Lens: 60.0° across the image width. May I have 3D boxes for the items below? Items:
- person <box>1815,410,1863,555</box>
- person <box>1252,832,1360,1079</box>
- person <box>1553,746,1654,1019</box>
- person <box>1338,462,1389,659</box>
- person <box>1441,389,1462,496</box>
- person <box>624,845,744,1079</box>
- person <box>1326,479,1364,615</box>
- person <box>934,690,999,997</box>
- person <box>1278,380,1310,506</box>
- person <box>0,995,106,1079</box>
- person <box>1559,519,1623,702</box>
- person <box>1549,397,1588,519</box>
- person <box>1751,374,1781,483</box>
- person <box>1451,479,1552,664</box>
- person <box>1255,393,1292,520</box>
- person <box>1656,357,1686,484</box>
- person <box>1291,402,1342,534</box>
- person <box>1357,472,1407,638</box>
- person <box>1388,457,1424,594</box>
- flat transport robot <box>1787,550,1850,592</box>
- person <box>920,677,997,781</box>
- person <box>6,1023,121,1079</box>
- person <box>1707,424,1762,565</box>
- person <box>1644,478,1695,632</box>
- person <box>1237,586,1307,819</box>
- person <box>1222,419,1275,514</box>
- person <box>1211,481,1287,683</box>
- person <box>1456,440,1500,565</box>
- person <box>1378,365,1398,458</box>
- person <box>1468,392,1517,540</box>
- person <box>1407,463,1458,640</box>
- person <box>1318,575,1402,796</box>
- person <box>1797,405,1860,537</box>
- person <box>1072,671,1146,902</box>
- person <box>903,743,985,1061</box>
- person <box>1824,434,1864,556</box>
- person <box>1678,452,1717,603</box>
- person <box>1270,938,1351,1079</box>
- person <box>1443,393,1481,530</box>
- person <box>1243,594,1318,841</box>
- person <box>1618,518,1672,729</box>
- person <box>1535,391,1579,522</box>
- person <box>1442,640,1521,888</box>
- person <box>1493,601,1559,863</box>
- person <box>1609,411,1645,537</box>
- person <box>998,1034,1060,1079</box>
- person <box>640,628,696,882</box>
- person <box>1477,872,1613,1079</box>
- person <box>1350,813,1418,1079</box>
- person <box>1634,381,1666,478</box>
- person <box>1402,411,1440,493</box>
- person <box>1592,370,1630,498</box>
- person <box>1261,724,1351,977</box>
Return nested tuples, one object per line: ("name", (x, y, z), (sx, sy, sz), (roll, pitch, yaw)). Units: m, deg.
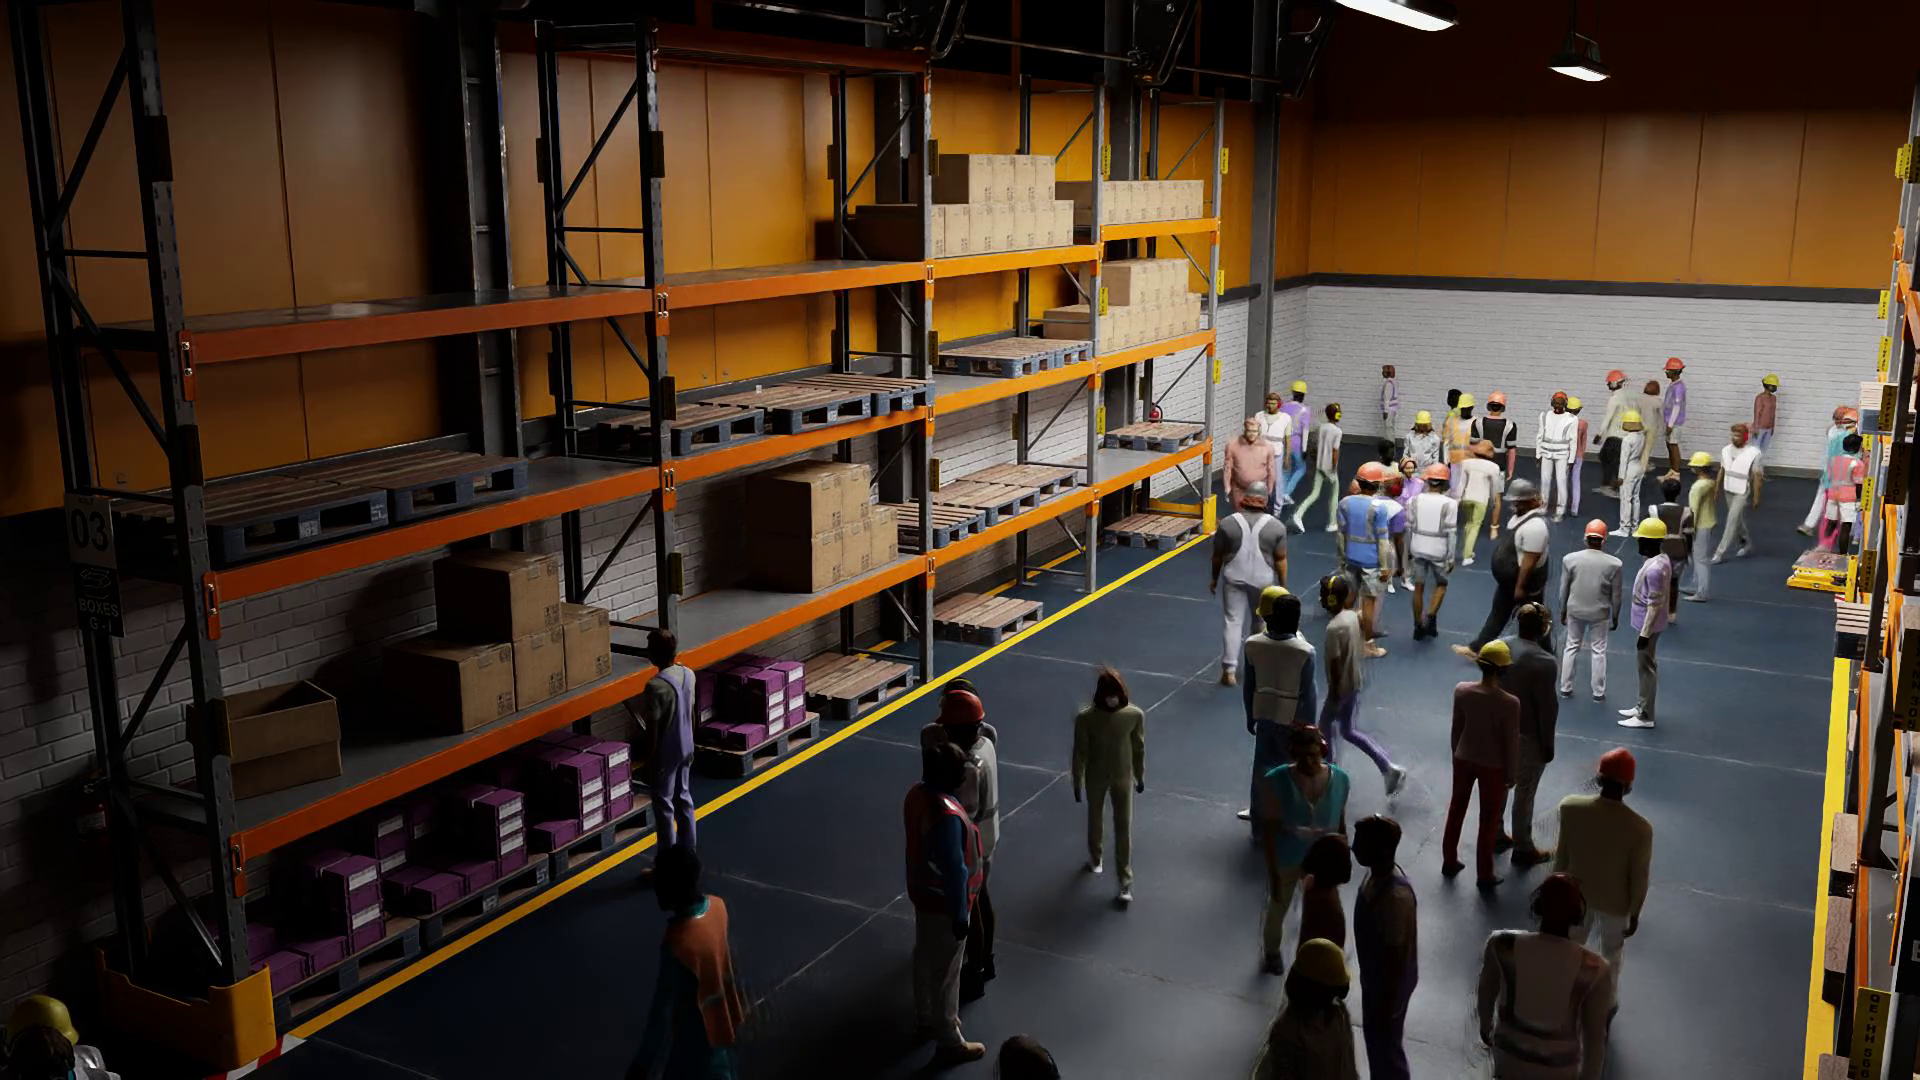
("person", (11.351, -0.688, 21.416), (0.610, 1.941, 0.656), (-2, 13, -8))
("person", (1.932, 2.300, 8.827), (0.772, 1.597, 0.517), (1, 13, 5))
("person", (3.694, 2.045, 9.649), (0.569, 1.733, 0.695), (10, 16, 37))
("person", (4.183, 0.204, 17.188), (0.383, 2.045, 0.605), (-9, 16, -36))
("person", (7.528, -1.464, 25.442), (0.319, 1.697, 0.532), (7, 14, 28))
("person", (-1.346, 2.353, 7.956), (0.986, 1.865, 0.599), (1, 13, 6))
("person", (4.424, 0.102, 18.617), (0.591, 1.617, 0.531), (-9, 15, -35))
("person", (0.039, 1.839, 10.136), (0.384, 1.929, 0.543), (3, 13, 13))
("person", (4.993, -1.428, 24.820), (0.479, 1.898, 0.655), (-9, 15, -34))
("person", (-3.617, 2.664, 6.674), (0.403, 1.824, 0.594), (6, 14, 26))
("person", (5.991, 0.663, 15.819), (0.566, 1.742, 0.352), (7, 15, 30))
("person", (8.799, -1.186, 24.031), (0.533, 1.772, 0.296), (-5, 13, -21))
("person", (12.957, -1.793, 26.779), (0.525, 1.761, 0.339), (-8, 15, -33))
("person", (5.506, 0.336, 16.605), (1.005, 2.000, 0.699), (1, 13, 5))
("person", (4.505, -1.218, 24.029), (0.560, 1.836, 0.394), (8, 15, 31))
("person", (11.400, -1.904, 26.651), (0.420, 2.037, 0.612), (3, 13, 14))
("person", (4.988, -0.988, 23.023), (0.885, 1.836, 0.540), (-8, 15, -32))
("person", (4.513, 0.170, 17.852), (0.447, 1.820, 0.617), (-5, 13, -20))
("person", (5.290, -0.185, 19.843), (0.515, 1.641, 0.309), (-4, 13, -17))
("flat transport robot", (10.640, 0.374, 20.432), (0.652, 0.197, 1.431), (8, 15, 33))
("person", (-0.013, 1.766, 10.611), (0.511, 1.862, 0.329), (0, 13, -1))
("person", (-3.442, 2.718, 6.392), (0.429, 1.844, 0.627), (11, 17, 42))
("person", (10.009, -0.601, 21.415), (0.958, 1.805, 0.567), (-5, 13, -20))
("person", (7.756, 0.139, 18.297), (0.531, 1.666, 0.716), (3, 13, 15))
("person", (2.398, 1.277, 12.672), (0.379, 1.918, 0.585), (-5, 14, -23))
("person", (3.693, -0.630, 21.350), (0.650, 1.855, 0.999), (3, 13, 13))
("person", (2.863, 0.360, 16.499), (0.746, 2.000, 1.060), (3, 13, 15))
("person", (6.659, -0.492, 21.305), (0.657, 1.600, 0.496), (-11, 17, -41))
("person", (7.506, -2.254, 29.138), (0.318, 1.631, 0.514), (4, 13, 19))
("person", (7.245, -1.010, 22.673), (0.613, 2.028, 0.409), (4, 13, 18))
("person", (5.048, 0.125, 17.829), (0.565, 1.912, 0.456), (8, 15, 31))
("person", (3.121, 1.191, 13.240), (0.750, 1.842, 0.535), (9, 15, 34))
("person", (11.991, -0.930, 22.741), (0.952, 1.831, 0.574), (-7, 14, -28))
("person", (1.041, 1.678, 11.624), (0.526, 1.583, 0.871), (0, 13, -1))
("person", (-0.088, 2.034, 9.453), (0.429, 1.845, 0.621), (-5, 14, -21))
("person", (11.266, -0.514, 21.195), (0.322, 1.692, 0.533), (-4, 13, -16))
("person", (8.628, -0.154, 19.475), (0.530, 1.740, 0.521), (12, 17, 42))
("person", (1.541, 2.559, 7.325), (0.321, 1.742, 0.492), (12, 17, 43))
("person", (7.061, -1.105, 23.318), (0.593, 1.923, 0.386), (7, 14, 27))
("person", (2.375, 1.345, 12.378), (0.587, 1.914, 0.391), (10, 16, 37))
("person", (6.196, 0.746, 15.022), (0.368, 1.925, 0.594), (6, 14, 23))
("person", (8.535, -1.197, 23.841), (0.575, 1.880, 0.358), (10, 16, 39))
("person", (3.702, 1.564, 11.760), (0.365, 1.757, 0.525), (-10, 16, -38))
("person", (4.097, 1.388, 12.123), (0.357, 1.938, 0.637), (-6, 14, -24))
("person", (9.204, -0.918, 22.912), (0.485, 1.737, 0.321), (-11, 17, -40))
("person", (0.296, 2.765, 6.264), (0.554, 1.804, 0.741), (6, 14, 26))
("person", (-2.062, 1.520, 11.780), (0.357, 1.835, 0.516), (6, 14, 26))
("person", (2.701, 2.413, 7.774), (0.589, 1.825, 1.005), (6, 14, 24))
("person", (2.138, 2.262, 8.473), (0.354, 1.833, 0.514), (0, 13, -1))
("person", (11.343, -1.821, 27.314), (0.845, 1.577, 0.519), (-10, 16, -38))
("person", (6.321, -0.914, 22.874), (0.484, 1.745, 0.293), (4, 13, 19))
("person", (10.002, -1.633, 25.602), (0.694, 1.965, 0.611), (9, 15, 34))
("person", (2.058, 1.936, 10.055), (0.555, 1.786, 1.036), (-1, 13, -4))
